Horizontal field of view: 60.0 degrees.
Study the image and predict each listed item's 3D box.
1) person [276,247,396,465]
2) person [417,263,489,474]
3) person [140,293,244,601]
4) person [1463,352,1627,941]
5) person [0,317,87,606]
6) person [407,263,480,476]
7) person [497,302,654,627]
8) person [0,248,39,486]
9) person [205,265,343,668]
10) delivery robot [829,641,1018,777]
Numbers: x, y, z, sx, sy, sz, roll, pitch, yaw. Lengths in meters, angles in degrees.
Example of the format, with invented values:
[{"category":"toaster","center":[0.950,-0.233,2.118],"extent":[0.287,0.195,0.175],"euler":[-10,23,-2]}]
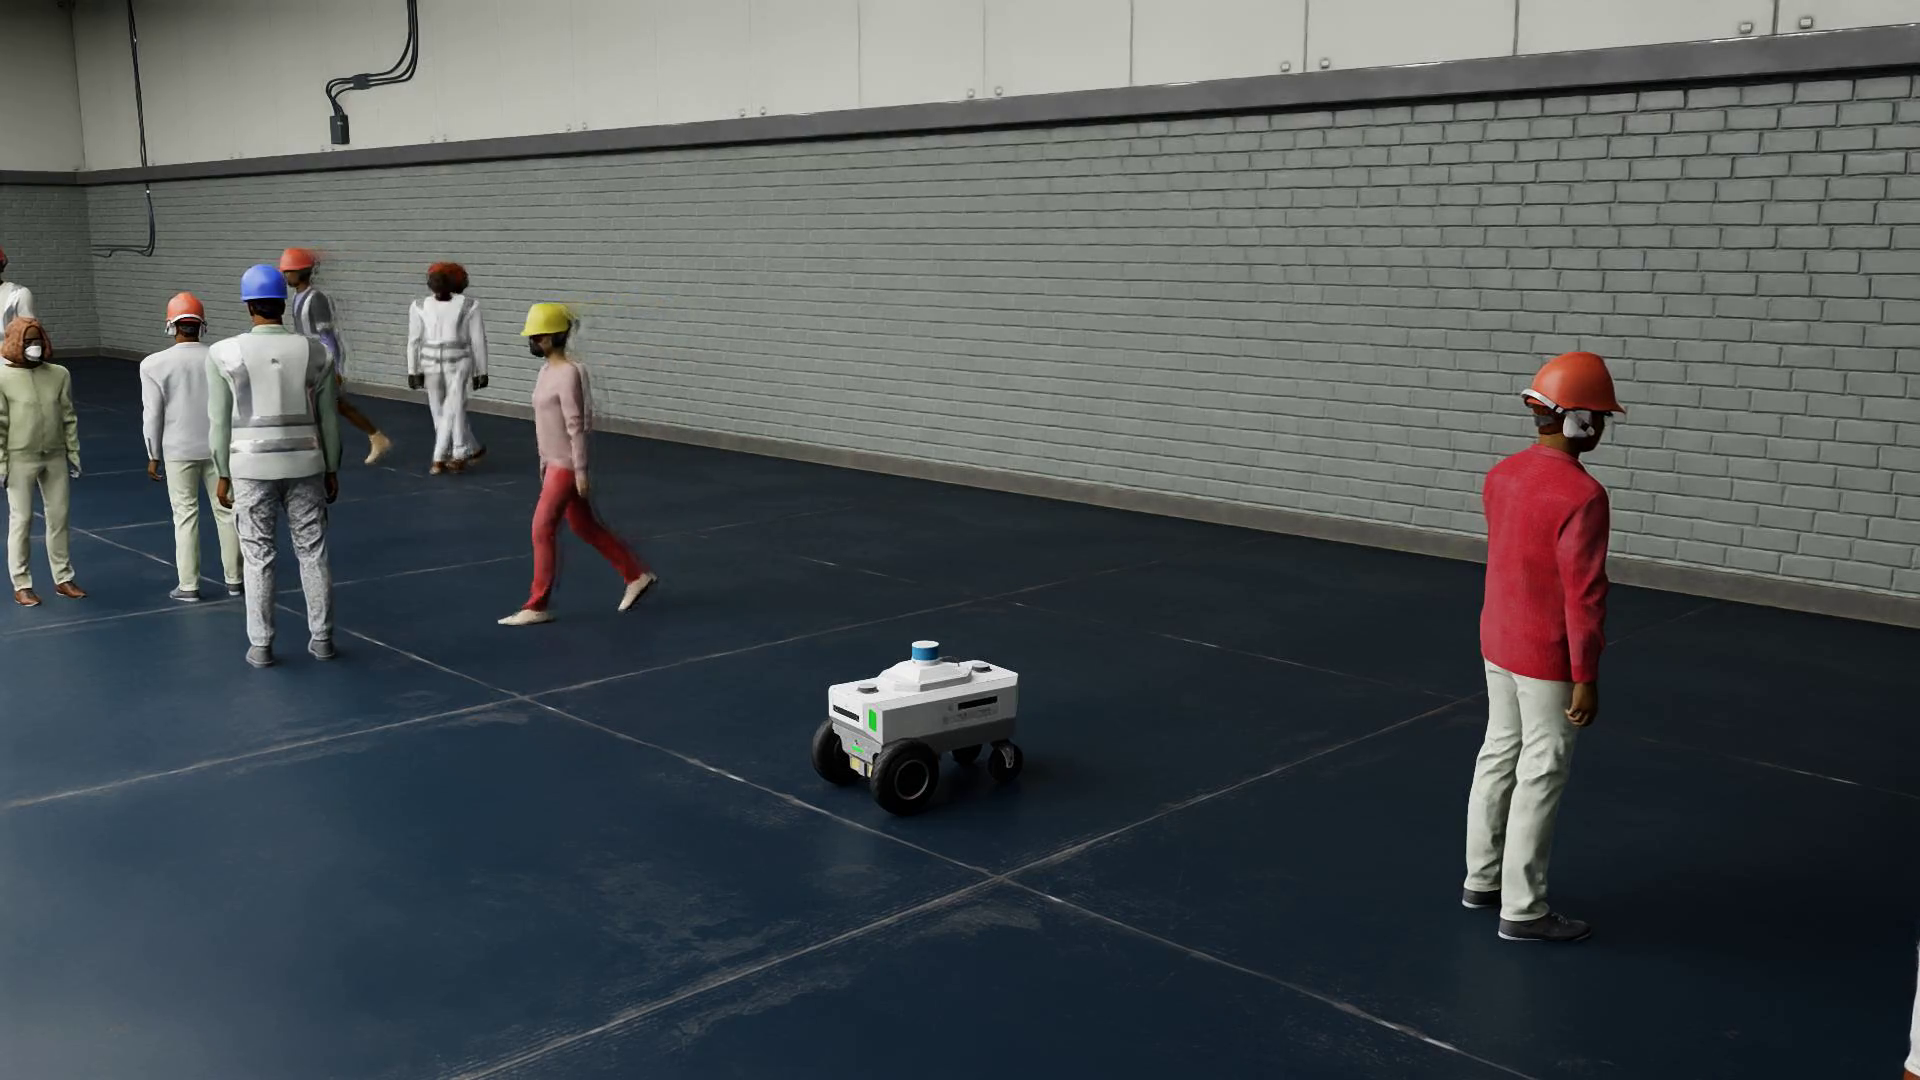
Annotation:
[{"category":"person","center":[-5.570,-1.594,14.717],"extent":[1.066,1.993,0.623],"euler":[-7,13,-34]},{"category":"person","center":[-4.469,-1.526,14.733],"extent":[0.586,1.825,0.973],"euler":[3,11,15]},{"category":"person","center":[-4.366,-0.529,9.510],"extent":[0.567,1.751,0.329],"euler":[-9,14,-41]},{"category":"person","center":[1.753,0.316,4.938],"extent":[0.354,1.743,0.567],"euler":[-2,11,-10]},{"category":"person","center":[-5.223,-0.444,9.403],"extent":[0.279,1.624,0.494],"euler":[6,12,30]},{"category":"person","center":[-4.513,-1.488,14.528],"extent":[0.583,1.836,0.963],"euler":[-1,10,-5]},{"category":"person","center":[-2.077,-0.419,8.980],"extent":[0.836,1.728,0.552],"euler":[-5,11,-25]},{"category":"person","center":[-7.866,-1.426,13.614],"extent":[0.616,2.041,0.379],"euler":[0,10,2]},{"category":"person","center":[-3.304,-0.352,8.060],"extent":[0.601,1.940,0.414],"euler":[-7,13,-34]},{"category":"delivery robot","center":[-0.128,0.622,6.249],"extent":[0.707,0.478,0.477],"euler":[-7,13,-35]}]
